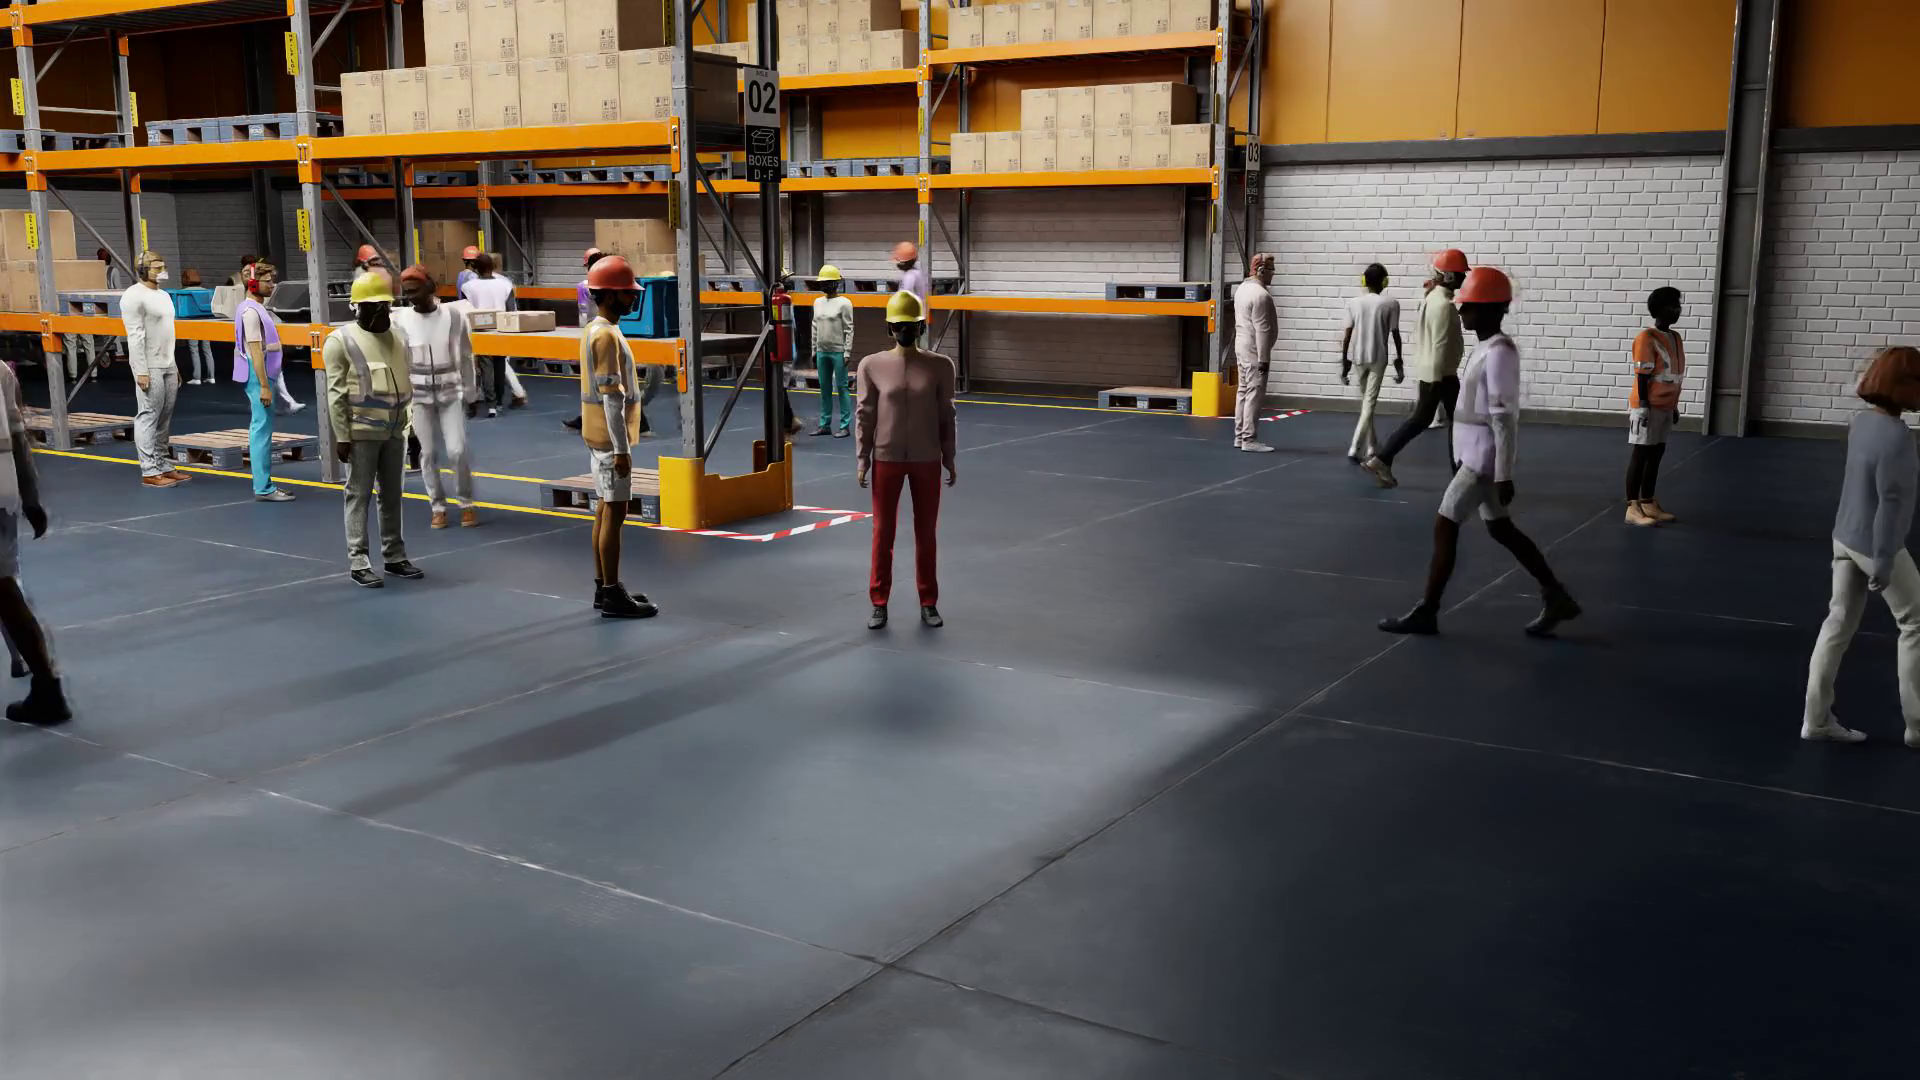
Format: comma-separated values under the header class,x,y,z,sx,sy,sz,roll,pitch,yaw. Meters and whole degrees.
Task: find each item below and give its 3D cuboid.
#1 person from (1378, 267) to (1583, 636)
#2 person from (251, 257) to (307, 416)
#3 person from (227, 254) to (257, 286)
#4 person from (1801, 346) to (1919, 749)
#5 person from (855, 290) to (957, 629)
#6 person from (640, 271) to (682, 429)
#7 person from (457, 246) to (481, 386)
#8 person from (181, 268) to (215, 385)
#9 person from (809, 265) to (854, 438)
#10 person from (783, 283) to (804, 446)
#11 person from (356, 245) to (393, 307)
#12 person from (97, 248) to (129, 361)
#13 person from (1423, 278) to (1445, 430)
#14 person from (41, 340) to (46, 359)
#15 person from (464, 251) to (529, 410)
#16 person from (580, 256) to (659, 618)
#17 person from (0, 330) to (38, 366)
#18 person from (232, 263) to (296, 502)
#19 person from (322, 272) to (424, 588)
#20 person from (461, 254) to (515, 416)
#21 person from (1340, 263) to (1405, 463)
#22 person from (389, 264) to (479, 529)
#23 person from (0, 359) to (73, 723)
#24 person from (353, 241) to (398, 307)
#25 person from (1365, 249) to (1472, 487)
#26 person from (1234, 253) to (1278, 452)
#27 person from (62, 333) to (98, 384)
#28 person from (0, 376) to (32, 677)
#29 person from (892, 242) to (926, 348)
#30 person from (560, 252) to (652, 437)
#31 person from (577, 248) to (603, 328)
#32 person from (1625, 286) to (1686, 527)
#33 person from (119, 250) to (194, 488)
class,x,y,z,sx,sy,sz,roll,pitch,yaw
person,2.705,-0.430,8.426,0.988,1.900,0.553,2,11,13
person,-7.912,-2.343,19.220,0.966,1.818,0.543,4,11,23
person,-10.323,-3.248,24.235,0.625,1.828,0.540,-7,13,-35
person,3.750,0.044,6.596,0.709,1.606,0.506,1,10,4
person,-0.276,-0.410,8.667,0.535,1.767,0.317,-1,10,-7
person,-3.143,-1.982,17.536,0.842,1.714,0.489,4,11,22
person,-6.763,-3.100,23.093,0.379,1.938,0.547,-8,13,-38
person,-10.740,-2.998,23.397,0.286,1.624,0.494,5,11,26
person,-1.325,-1.933,17.103,0.526,1.768,0.314,7,13,35
person,-1.793,-1.767,16.396,0.364,1.674,0.603,0,10,1
person,-7.416,-2.789,21.304,0.849,1.967,0.625,5,11,26
person,-14.259,-3.928,27.834,0.575,1.883,0.362,2,10,11
person,5.084,-1.982,17.809,0.345,1.616,0.597,5,11,27
person,-15.497,-3.889,28.309,0.497,1.633,0.279,2,10,12
person,-5.588,-2.506,19.965,1.043,1.895,0.638,5,11,26
person,-1.850,-0.549,8.960,0.357,1.938,0.545,-4,11,-19
person,-15.311,-3.714,26.630,0.721,1.886,0.657,-3,11,-16
person,-5.429,-1.214,12.897,0.389,1.846,0.567,-4,11,-23
person,-3.428,-0.642,9.796,0.403,1.822,0.586,6,12,31
person,-5.463,-2.385,19.370,0.602,1.851,1.044,-4,11,-20
person,3.774,-1.623,15.257,0.533,1.825,0.983,7,12,33
person,-3.679,-0.982,11.576,0.597,1.855,0.497,-3,11,-18
person,-4.224,-0.159,6.933,1.005,1.879,0.559,1,10,7
person,-8.616,-3.401,24.475,0.768,2.000,0.692,4,11,23
person,3.804,-1.368,13.445,0.952,1.966,0.607,1,10,4
person,2.845,-1.786,15.942,0.402,1.896,0.651,-2,10,-9
person,-12.535,-3.129,23.543,0.591,1.834,0.404,-8,13,-36
person,-4.559,-0.227,7.655,0.533,1.765,0.329,-4,11,-23
person,-0.576,-2.626,20.337,0.449,2.001,0.696,2,10,8
person,-3.654,-2.001,17.114,1.059,1.895,0.616,2,10,11
person,-4.051,-2.301,18.681,0.543,1.933,0.363,-9,14,-41
person,4.957,-0.949,11.838,0.532,1.699,0.318,-9,14,-42
person,-6.613,-1.403,13.685,0.371,1.941,0.627,0,10,0
